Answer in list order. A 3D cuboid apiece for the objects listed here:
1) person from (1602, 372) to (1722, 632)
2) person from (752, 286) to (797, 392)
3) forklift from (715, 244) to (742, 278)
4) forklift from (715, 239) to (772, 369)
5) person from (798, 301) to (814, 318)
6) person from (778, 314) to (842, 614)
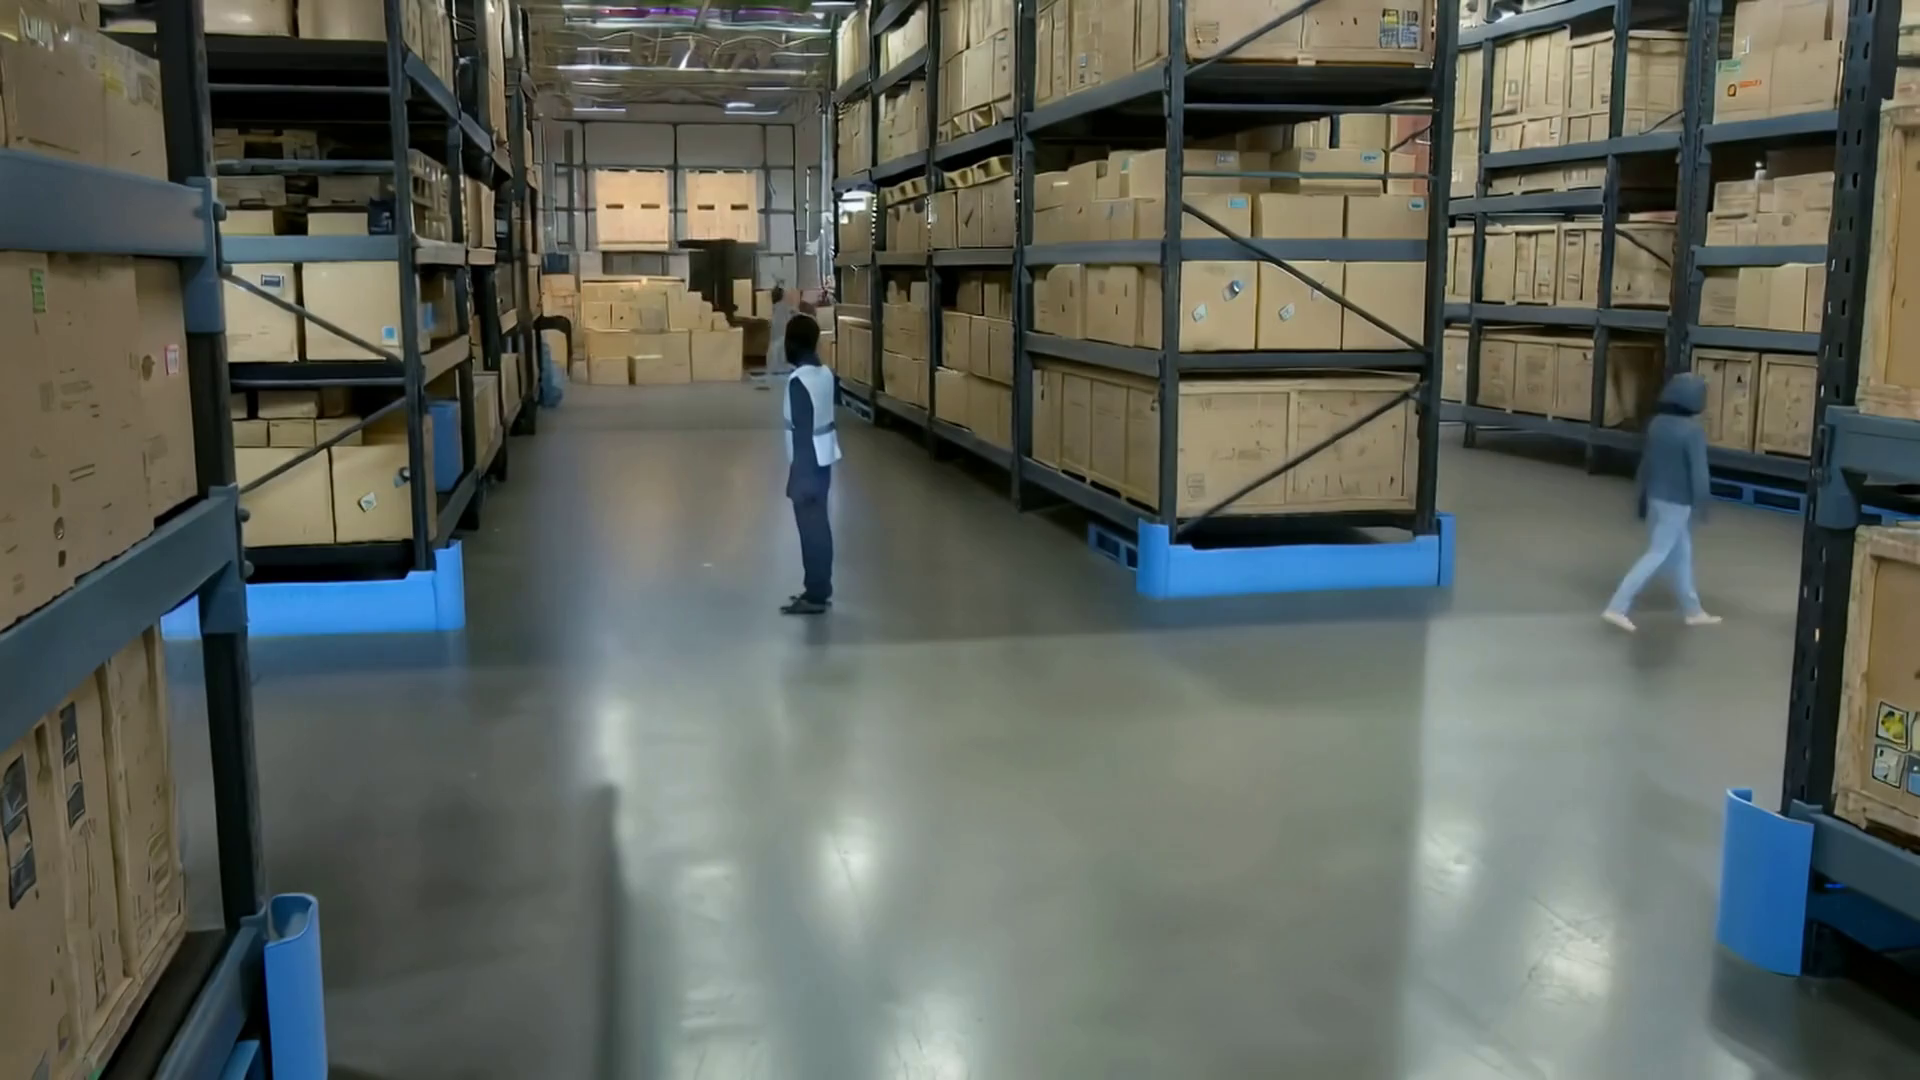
[{"bbox_3d":[4.312,-0.226,10.119,0.856,1.591,0.516,-2,9,-10],"label":"person"},{"bbox_3d":[-3.170,-3.571,29.622,1.009,1.893,0.647,-1,9,-4],"label":"person"},{"bbox_3d":[-6.214,-6.448,44.126,1.873,2.768,1.129,9,13,44],"label":"forklift"},{"bbox_3d":[-5.072,-5.133,36.108,1.873,2.768,1.129,-2,10,-13],"label":"forklift"},{"bbox_3d":[-2.763,-3.542,30.240,0.674,1.617,0.523,5,10,26],"label":"person"},{"bbox_3d":[-0.966,-0.480,10.674,0.390,1.919,0.591,1,9,8],"label":"person"}]
